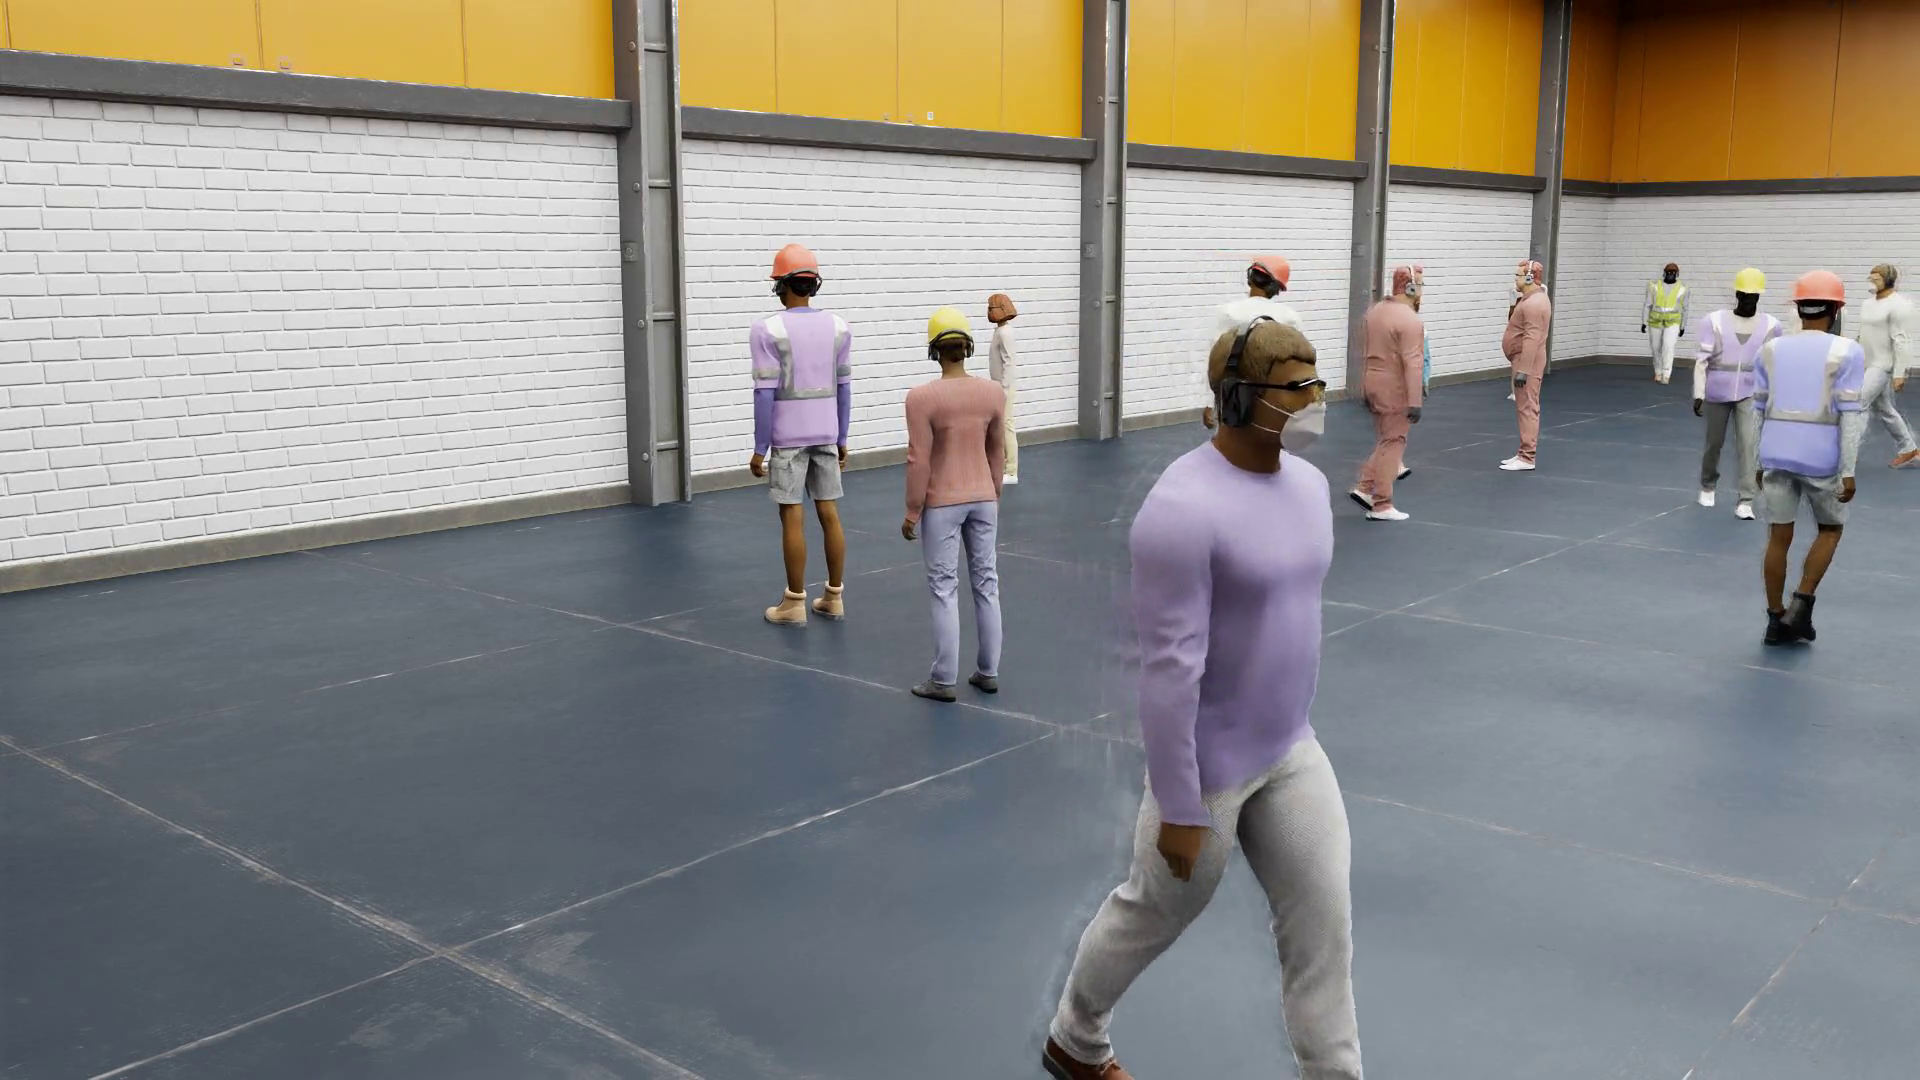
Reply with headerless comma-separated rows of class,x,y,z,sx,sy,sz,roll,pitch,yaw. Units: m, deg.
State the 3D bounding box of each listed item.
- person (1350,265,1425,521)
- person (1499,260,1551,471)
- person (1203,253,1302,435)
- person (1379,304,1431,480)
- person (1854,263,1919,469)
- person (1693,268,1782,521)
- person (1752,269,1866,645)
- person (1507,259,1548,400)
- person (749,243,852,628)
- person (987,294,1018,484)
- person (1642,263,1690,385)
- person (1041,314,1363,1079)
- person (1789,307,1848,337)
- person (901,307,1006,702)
person,3.220,-1.082,12.339,0.420,1.898,0.695,-2,10,-14
person,5.157,-1.588,15.201,0.407,1.910,0.639,4,11,22
person,1.896,-0.922,11.188,0.793,1.987,0.476,-2,10,-11
person,3.837,-1.308,14.492,0.510,1.590,0.881,-3,10,-14
person,8.389,-1.571,15.145,0.984,1.900,0.639,0,10,2
person,5.912,-1.132,12.707,0.601,1.881,0.995,3,10,17
person,4.298,-0.410,8.458,0.416,1.917,0.568,-9,13,-41
person,7.526,-2.780,22.098,0.510,1.872,0.328,2,10,11
person,-0.865,-0.553,8.922,0.609,2.044,0.395,-7,12,-36
person,0.361,-1.296,14.320,0.267,1.632,0.507,0,10,-3
person,10.588,-3.254,24.972,0.623,1.813,0.906,5,11,28
person,0.575,0.461,3.590,0.642,1.893,1.034,-10,14,-44
person,7.550,-1.441,14.625,0.525,1.805,0.890,1,10,5
person,-0.030,-0.155,7.459,0.523,1.763,0.329,-6,12,-32
